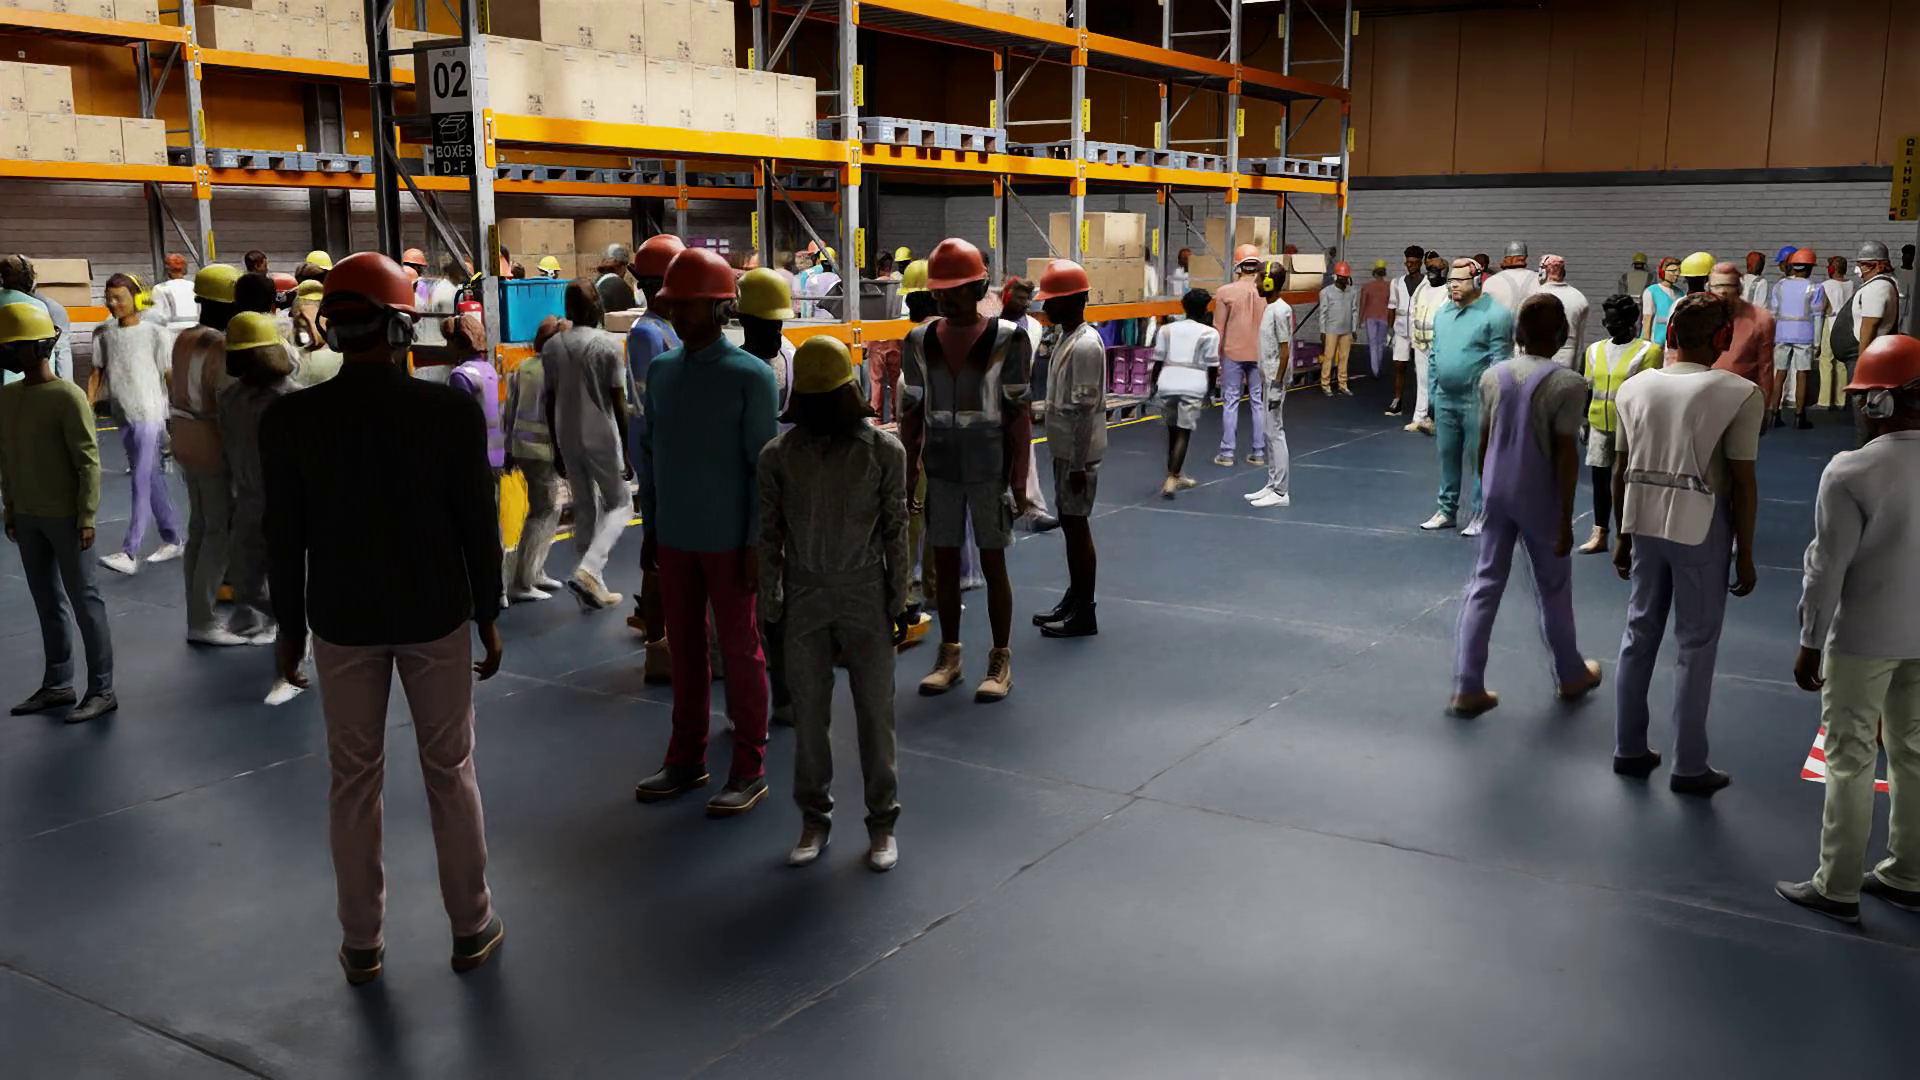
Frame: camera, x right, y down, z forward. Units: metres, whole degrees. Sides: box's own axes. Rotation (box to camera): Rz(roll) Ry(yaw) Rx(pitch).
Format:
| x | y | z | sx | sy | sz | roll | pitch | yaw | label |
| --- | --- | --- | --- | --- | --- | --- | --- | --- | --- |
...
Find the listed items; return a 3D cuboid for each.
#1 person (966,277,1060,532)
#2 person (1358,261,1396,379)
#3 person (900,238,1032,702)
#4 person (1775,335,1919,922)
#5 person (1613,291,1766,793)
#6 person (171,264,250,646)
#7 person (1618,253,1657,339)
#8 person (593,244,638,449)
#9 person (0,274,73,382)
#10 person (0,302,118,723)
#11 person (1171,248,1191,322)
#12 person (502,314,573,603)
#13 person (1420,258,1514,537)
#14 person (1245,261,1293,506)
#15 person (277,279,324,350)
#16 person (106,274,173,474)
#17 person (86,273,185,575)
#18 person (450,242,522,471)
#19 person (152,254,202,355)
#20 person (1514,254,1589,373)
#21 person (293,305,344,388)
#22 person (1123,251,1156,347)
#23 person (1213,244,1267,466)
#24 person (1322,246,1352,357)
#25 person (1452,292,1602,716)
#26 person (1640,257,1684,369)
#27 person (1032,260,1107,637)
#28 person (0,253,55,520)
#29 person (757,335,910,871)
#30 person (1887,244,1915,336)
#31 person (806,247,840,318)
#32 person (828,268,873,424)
| x | y | z | sx | sy | sz | roll | pitch | yaw | label |
| --- | --- | --- | --- | --- | --- | --- | --- | --- | --- |
| 0.274 | -0.945 | 11.646 | 0.638 | 1.768 | 1.042 | -6 | 12 | -28 | person |
| 6.128 | -3.234 | 24.447 | 0.530 | 1.716 | 0.919 | 0 | 10 | 0 | person |
| 0.010 | -0.298 | 7.333 | 0.612 | 2.029 | 0.407 | 4 | 11 | 20 | person |
| 2.740 | 0.265 | 4.975 | 0.564 | 1.745 | 0.349 | -3 | 11 | -16 | person |
| 2.650 | 0.011 | 6.142 | 0.393 | 1.836 | 0.560 | -7 | 12 | -33 | person |
| -3.729 | -0.422 | 8.360 | 0.448 | 1.904 | 0.657 | -8 | 13 | -39 | person |
| 10.824 | -3.675 | 26.611 | 0.586 | 1.824 | 0.404 | 6 | 12 | 29 | person |
| -3.366 | -1.871 | 15.995 | 0.699 | 2.000 | 0.741 | -6 | 12 | -32 | person |
| -6.883 | -1.121 | 12.255 | 0.635 | 1.899 | 0.399 | -2 | 10 | -10 | person |
| -3.836 | -0.106 | 6.983 | 0.533 | 1.767 | 0.327 | 5 | 11 | 25 | person |
| 3.636 | -3.785 | 27.037 | 0.345 | 1.882 | 0.584 | 9 | 14 | 41 | person |
| -2.341 | -0.450 | 9.301 | 0.483 | 1.608 | 0.533 | -9 | 14 | -41 | person |
| 3.468 | -0.981 | 11.476 | 0.399 | 1.900 | 0.645 | -7 | 13 | -36 | person |
| 2.374 | -1.184 | 12.682 | 0.314 | 1.864 | 0.532 | 0 | 10 | 3 | person |
| -4.765 | -1.042 | 12.251 | 0.523 | 1.730 | 0.365 | 1 | 10 | 3 | person |
| -7.094 | -1.428 | 14.402 | 0.483 | 1.737 | 0.320 | -7 | 12 | -33 | person |
| -5.092 | -0.704 | 10.160 | 0.544 | 1.820 | 0.964 | 2 | 10 | 12 | person |
| -3.843 | -1.480 | 13.830 | 0.691 | 2.000 | 0.535 | -5 | 11 | -25 | person |
| -8.352 | -2.125 | 17.871 | 0.350 | 1.879 | 0.584 | 8 | 13 | 36 | person |
| 5.003 | -1.473 | 14.194 | 0.644 | 1.900 | 0.399 | -3 | 11 | -16 | person |
| -3.986 | -0.655 | 10.418 | 0.517 | 1.622 | 0.284 | 1 | 10 | 7 | person |
| 2.851 | -3.783 | 26.779 | 0.608 | 1.979 | 0.483 | 5 | 11 | 25 | person |
| 2.555 | -1.657 | 14.968 | 0.615 | 1.987 | 0.407 | -2 | 10 | -9 | person |
| 6.494 | -4.088 | 28.625 | 0.663 | 1.917 | 0.474 | -5 | 11 | -24 | person |
| 2.476 | -0.155 | 7.170 | 0.878 | 1.800 | 0.539 | -9 | 13 | -40 | person |
| 7.272 | -2.003 | 17.265 | 0.566 | 1.847 | 0.390 | -7 | 12 | -32 | person |
| 0.552 | -0.458 | 8.502 | 0.389 | 1.926 | 0.550 | -1 | 10 | -5 | person |
| -6.752 | -1.089 | 11.981 | 0.631 | 1.932 | 0.373 | 4 | 11 | 22 | person |
| -0.407 | 0.208 | 5.346 | 0.491 | 1.729 | 0.323 | 0 | 10 | 3 | person |
| 13.951 | -3.389 | 24.634 | 0.600 | 1.958 | 0.375 | 2 | 10 | 9 | person |
| -1.666 | -2.735 | 21.101 | 0.589 | 1.927 | 0.369 | -3 | 11 | -14 | person |
| -1.147 | -2.179 | 18.090 | 0.598 | 1.906 | 0.404 | -4 | 11 | -20 | person |
